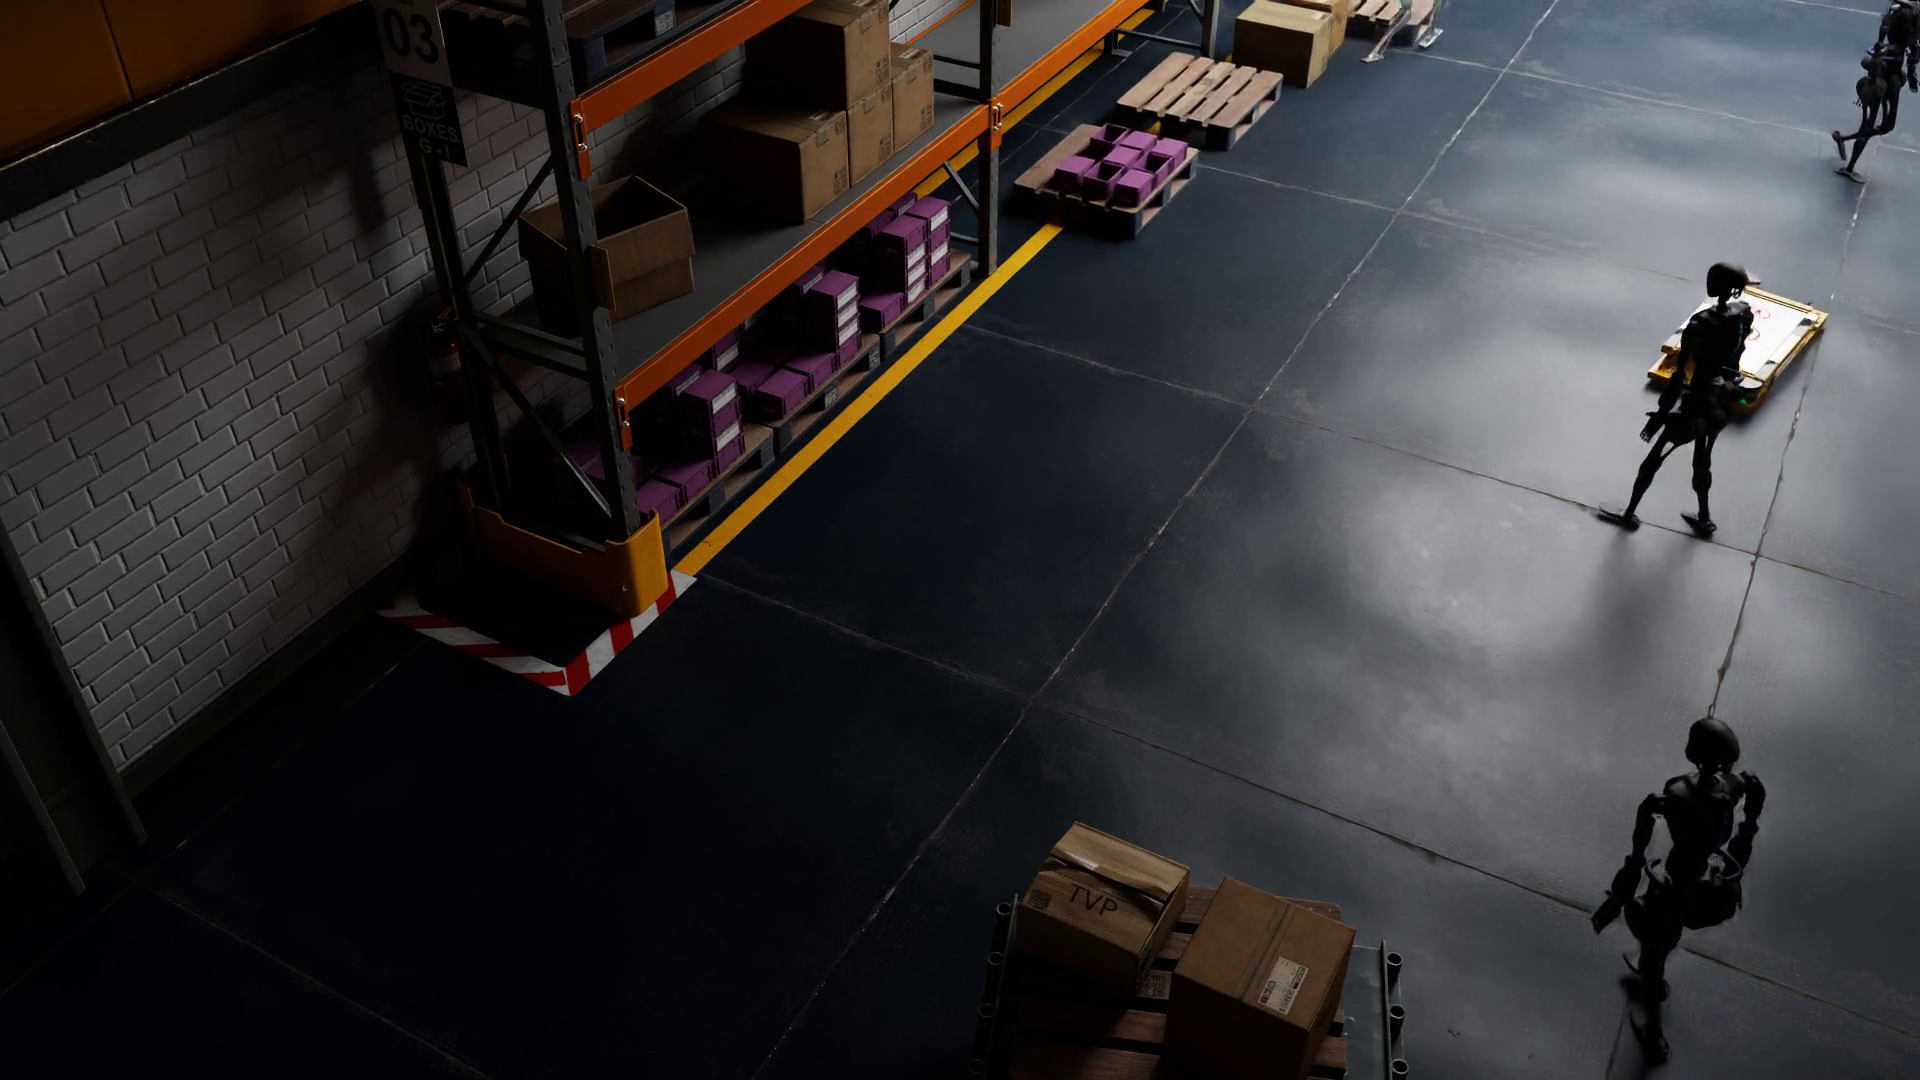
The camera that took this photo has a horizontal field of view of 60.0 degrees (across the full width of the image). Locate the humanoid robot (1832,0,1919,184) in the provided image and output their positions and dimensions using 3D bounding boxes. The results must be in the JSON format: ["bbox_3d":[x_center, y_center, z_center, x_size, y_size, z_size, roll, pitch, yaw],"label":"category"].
[{"bbox_3d":[6.939,-3.526,12.494,0.599,1.645,0.430,-21,43,-25],"label":"humanoid robot"}]

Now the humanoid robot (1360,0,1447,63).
[{"bbox_3d":[3.997,-5.019,14.367,1.034,1.784,0.542,-22,43,-25],"label":"humanoid robot"}]

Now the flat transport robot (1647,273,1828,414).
[{"bbox_3d":[5.096,-1.301,10.846,0.659,0.231,1.431,28,46,30],"label":"flat transport robot"}]

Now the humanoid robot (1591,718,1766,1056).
[{"bbox_3d":[2.763,1.326,6.447,0.610,1.644,0.553,-10,40,-12],"label":"humanoid robot"}]

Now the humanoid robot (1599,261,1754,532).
[{"bbox_3d":[4.015,-0.745,9.035,0.595,1.645,0.505,-21,43,-24],"label":"humanoid robot"}]
